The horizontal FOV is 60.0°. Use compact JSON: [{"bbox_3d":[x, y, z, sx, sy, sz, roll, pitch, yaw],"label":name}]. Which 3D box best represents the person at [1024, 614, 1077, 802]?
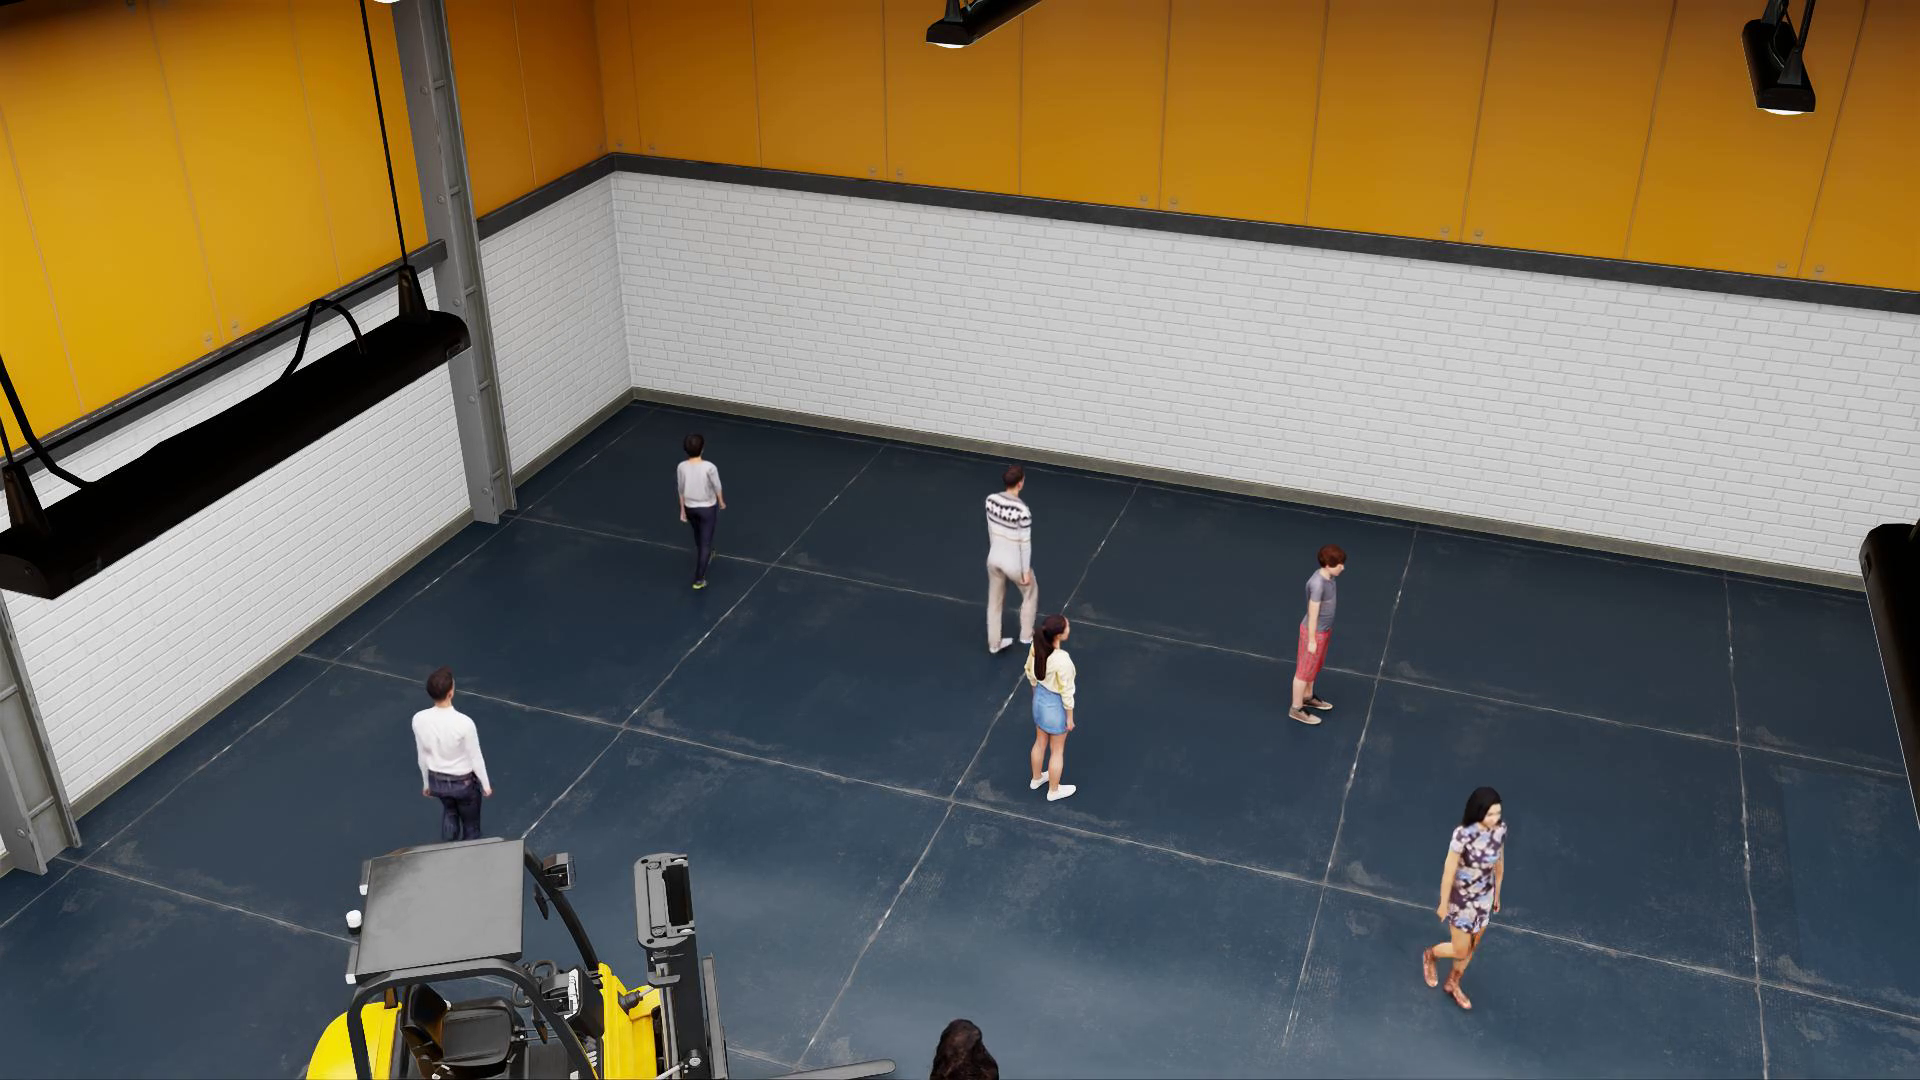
[{"bbox_3d":[0.717,1.300,13.105,0.728,1.631,0.724,-20,35,-32],"label":"person"}]

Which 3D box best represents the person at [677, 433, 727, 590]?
[{"bbox_3d":[-2.537,-0.259,16.081,0.628,1.518,1.050,6,29,11],"label":"person"}]

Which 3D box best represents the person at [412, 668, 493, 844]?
[{"bbox_3d":[-3.687,1.792,11.977,0.678,1.849,0.732,5,29,9],"label":"person"}]

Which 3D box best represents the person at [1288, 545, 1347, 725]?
[{"bbox_3d":[3.003,0.767,14.064,0.668,1.649,0.523,15,32,26],"label":"person"}]

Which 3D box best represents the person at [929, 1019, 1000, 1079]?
[{"bbox_3d":[0.002,3.397,9.288,0.617,1.605,0.905,7,29,13],"label":"person"}]

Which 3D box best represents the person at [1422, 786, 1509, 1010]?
[{"bbox_3d":[3.358,2.334,11.111,0.766,1.726,0.826,-12,31,-21],"label":"person"}]

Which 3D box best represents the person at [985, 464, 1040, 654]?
[{"bbox_3d":[0.384,0.219,14.867,0.873,1.841,0.952,22,36,35],"label":"person"}]
